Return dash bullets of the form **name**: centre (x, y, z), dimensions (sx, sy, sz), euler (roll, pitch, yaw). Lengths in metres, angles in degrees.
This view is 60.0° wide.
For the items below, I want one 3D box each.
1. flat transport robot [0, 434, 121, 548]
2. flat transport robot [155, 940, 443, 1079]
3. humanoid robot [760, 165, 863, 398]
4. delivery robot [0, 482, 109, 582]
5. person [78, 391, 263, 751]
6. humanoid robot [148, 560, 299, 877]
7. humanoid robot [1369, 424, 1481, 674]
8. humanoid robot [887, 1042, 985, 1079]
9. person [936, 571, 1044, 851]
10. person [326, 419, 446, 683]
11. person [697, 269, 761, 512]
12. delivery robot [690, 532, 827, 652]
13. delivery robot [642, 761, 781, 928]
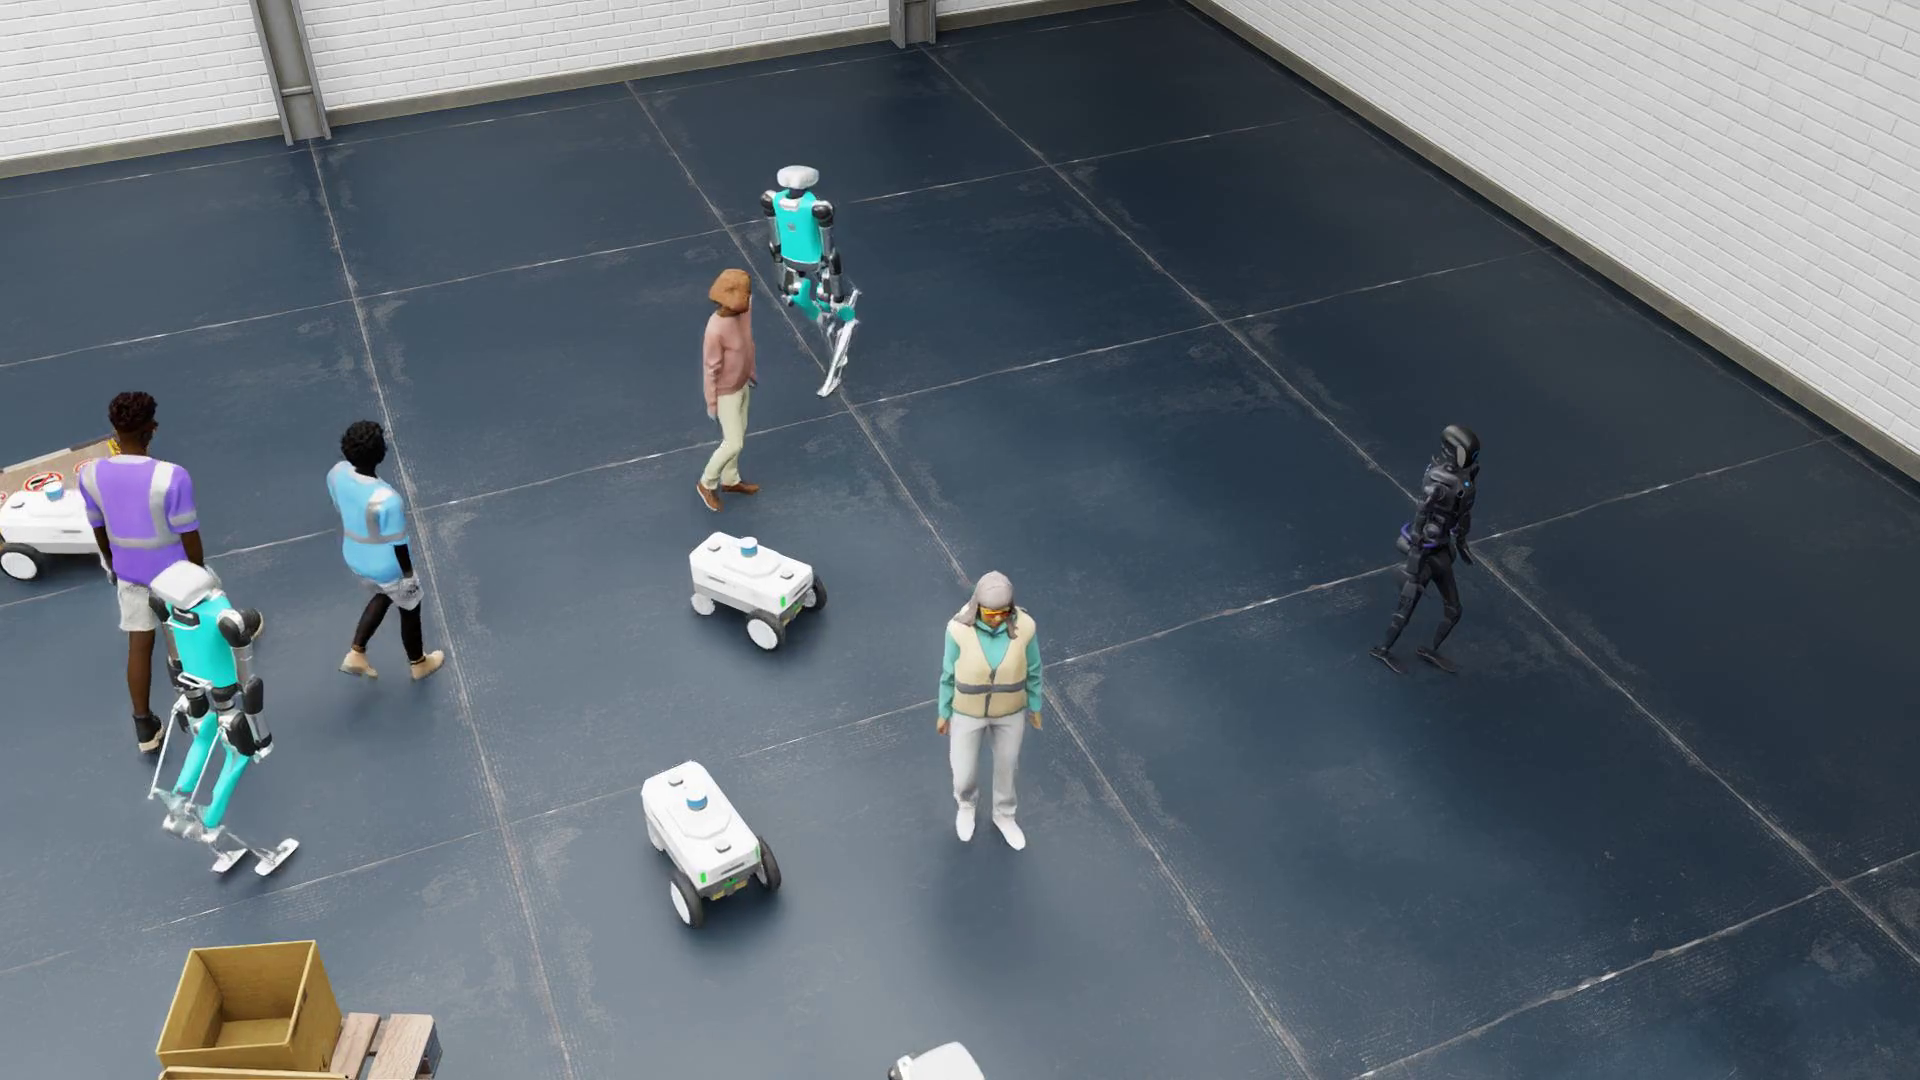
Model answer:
- **flat transport robot**: centre (-5.892, -0.249, 10.597), dimensions (1.431, 0.231, 0.659), euler (-24, 44, -28)
- **flat transport robot**: centre (-2.785, 2.645, 6.830), dimensions (1.431, 0.231, 0.659), euler (2, 38, 2)
- **humanoid robot**: centre (-0.918, -1.792, 11.473), dimensions (0.562, 1.868, 0.830), euler (18, 41, 22)
- **delivery robot**: centre (-5.438, -0.089, 10.143), dimensions (0.757, 0.580, 0.499), euler (1, 38, 1)
- **person**: centre (-4.276, 0.129, 8.810), dimensions (0.622, 1.863, 1.181), euler (2, 38, 2)
- **humanoid robot**: centre (-3.566, 0.960, 7.775), dimensions (0.532, 1.741, 0.748), euler (15, 40, 19)
- **humanoid robot**: centre (2.570, 0.076, 9.020), dimensions (0.601, 1.644, 0.453), euler (-31, 47, -34)
- **humanoid robot**: centre (0.169, 2.317, 6.039), dimensions (0.794, 1.764, 0.530), euler (-25, 44, -29)
- **person**: centre (0.142, 0.816, 8.031), dimensions (0.522, 1.702, 0.403), euler (-5, 38, -7)
- **person**: centre (-3.157, 0.133, 8.929), dimensions (0.553, 1.683, 0.477), euler (22, 43, 26)
- **person**: centre (-1.447, -0.953, 10.405), dimensions (0.392, 1.613, 0.543), euler (11, 39, 14)
- **delivery robot**: centre (-1.198, 0.257, 9.712), dimensions (0.803, 0.603, 0.499), euler (19, 42, 23)
- **delivery robot**: centre (-1.264, 1.442, 8.146), dimensions (0.499, 0.575, 0.759), euler (-22, 43, -26)
